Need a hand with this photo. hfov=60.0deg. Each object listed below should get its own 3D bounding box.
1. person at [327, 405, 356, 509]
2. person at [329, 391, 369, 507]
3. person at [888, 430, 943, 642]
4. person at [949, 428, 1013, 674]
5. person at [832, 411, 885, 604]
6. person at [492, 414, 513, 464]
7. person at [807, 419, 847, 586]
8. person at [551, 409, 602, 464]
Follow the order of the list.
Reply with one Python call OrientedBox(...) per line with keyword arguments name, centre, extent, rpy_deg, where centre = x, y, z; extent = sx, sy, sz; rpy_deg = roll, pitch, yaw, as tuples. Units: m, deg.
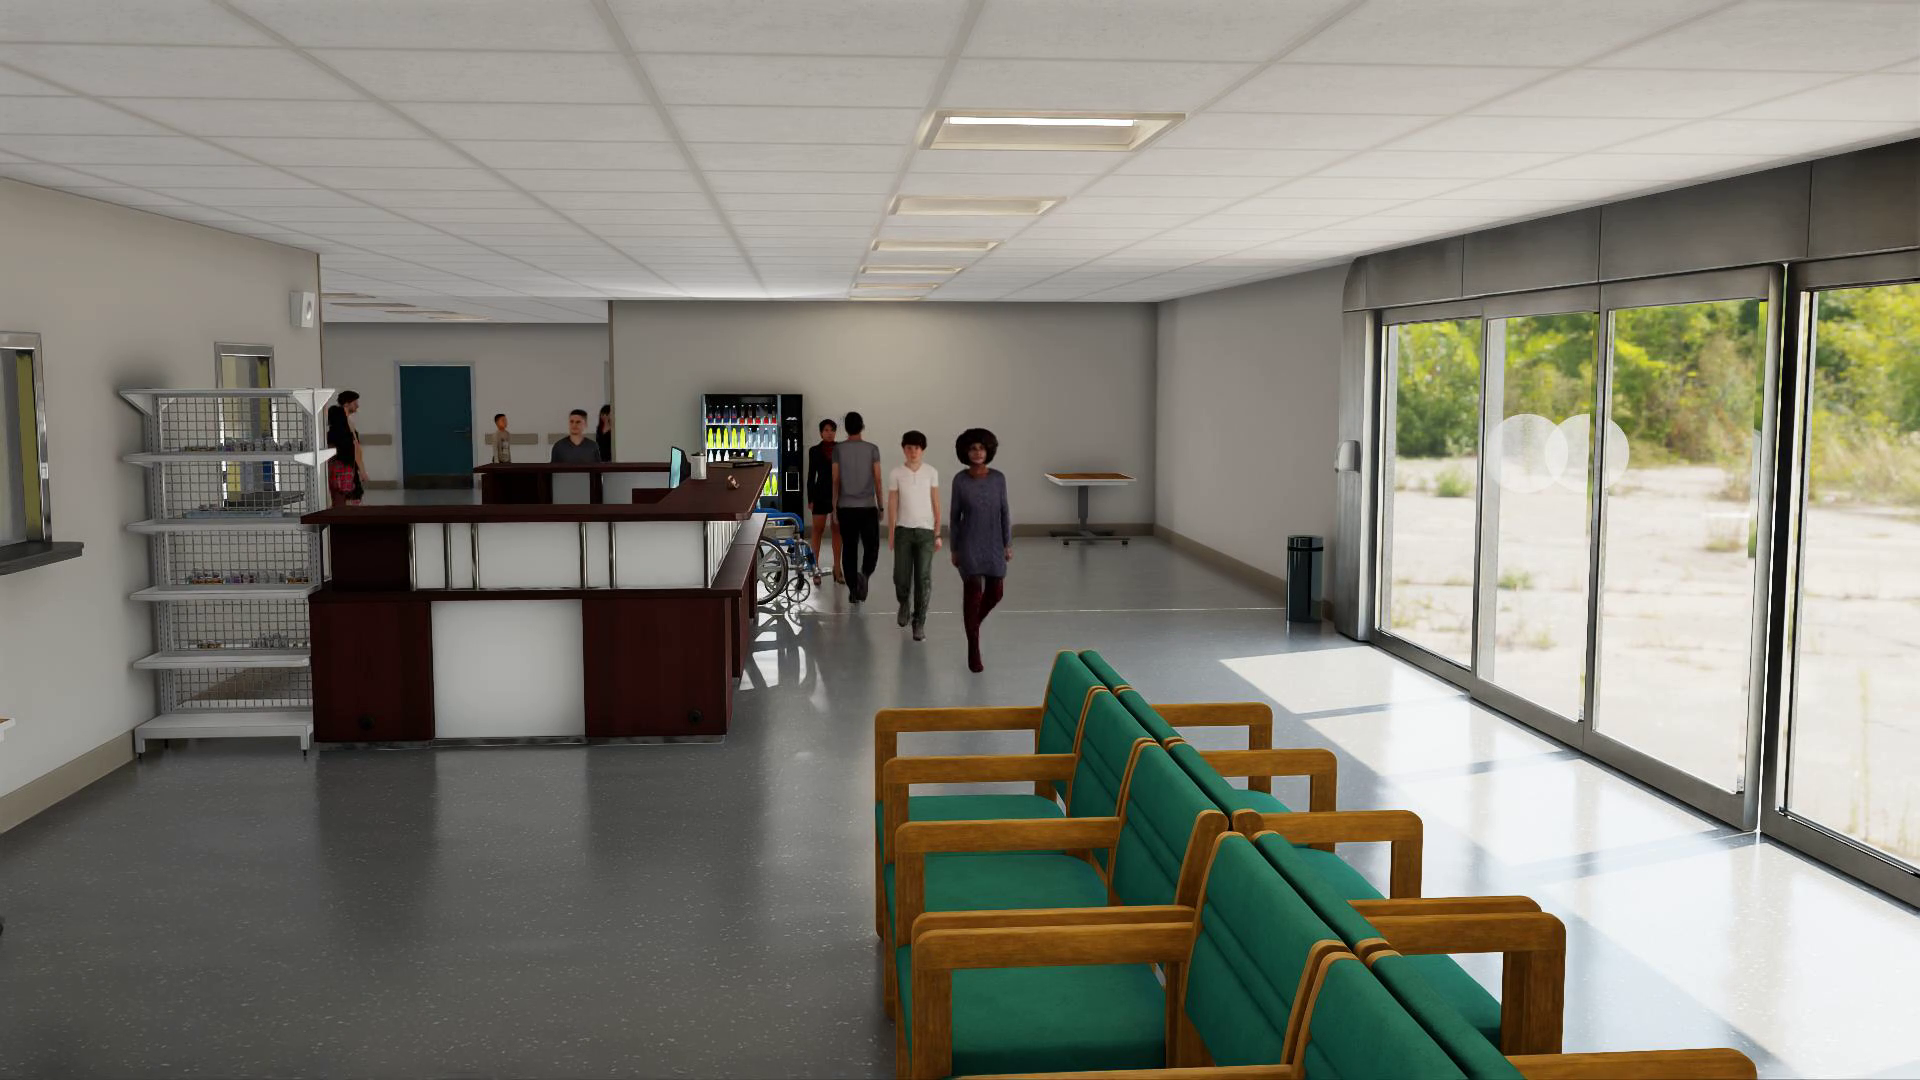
OrientedBox(name="person", centre=(-6.950, -0.663, 18.882), extent=(0.667, 1.721, 0.668), rpy_deg=(1, 6, 11))
OrientedBox(name="person", centre=(-7.347, -0.821, 19.696), extent=(0.889, 1.873, 0.842), rpy_deg=(-5, 7, -38))
OrientedBox(name="person", centre=(-0.351, -0.042, 13.114), extent=(0.743, 1.641, 0.629), rpy_deg=(0, 6, -4))
OrientedBox(name="person", centre=(0.136, 0.066, 11.767), extent=(0.846, 1.696, 0.701), rpy_deg=(-1, 6, -10))
OrientedBox(name="person", centre=(-0.936, -0.268, 14.889), extent=(0.898, 1.735, 0.770), rpy_deg=(0, 6, 3))
OrientedBox(name="person", centre=(-7.080, -1.216, 25.669), extent=(0.636, 1.464, 0.623), rpy_deg=(2, 6, 22))
OrientedBox(name="person", centre=(-1.309, -0.382, 16.501), extent=(0.649, 1.640, 0.715), rpy_deg=(-3, 6, -24))
OrientedBox(name="person", centre=(-3.525, -0.323, 15.309), extent=(0.604, 1.760, 0.746), rpy_deg=(-3, 6, -26))
